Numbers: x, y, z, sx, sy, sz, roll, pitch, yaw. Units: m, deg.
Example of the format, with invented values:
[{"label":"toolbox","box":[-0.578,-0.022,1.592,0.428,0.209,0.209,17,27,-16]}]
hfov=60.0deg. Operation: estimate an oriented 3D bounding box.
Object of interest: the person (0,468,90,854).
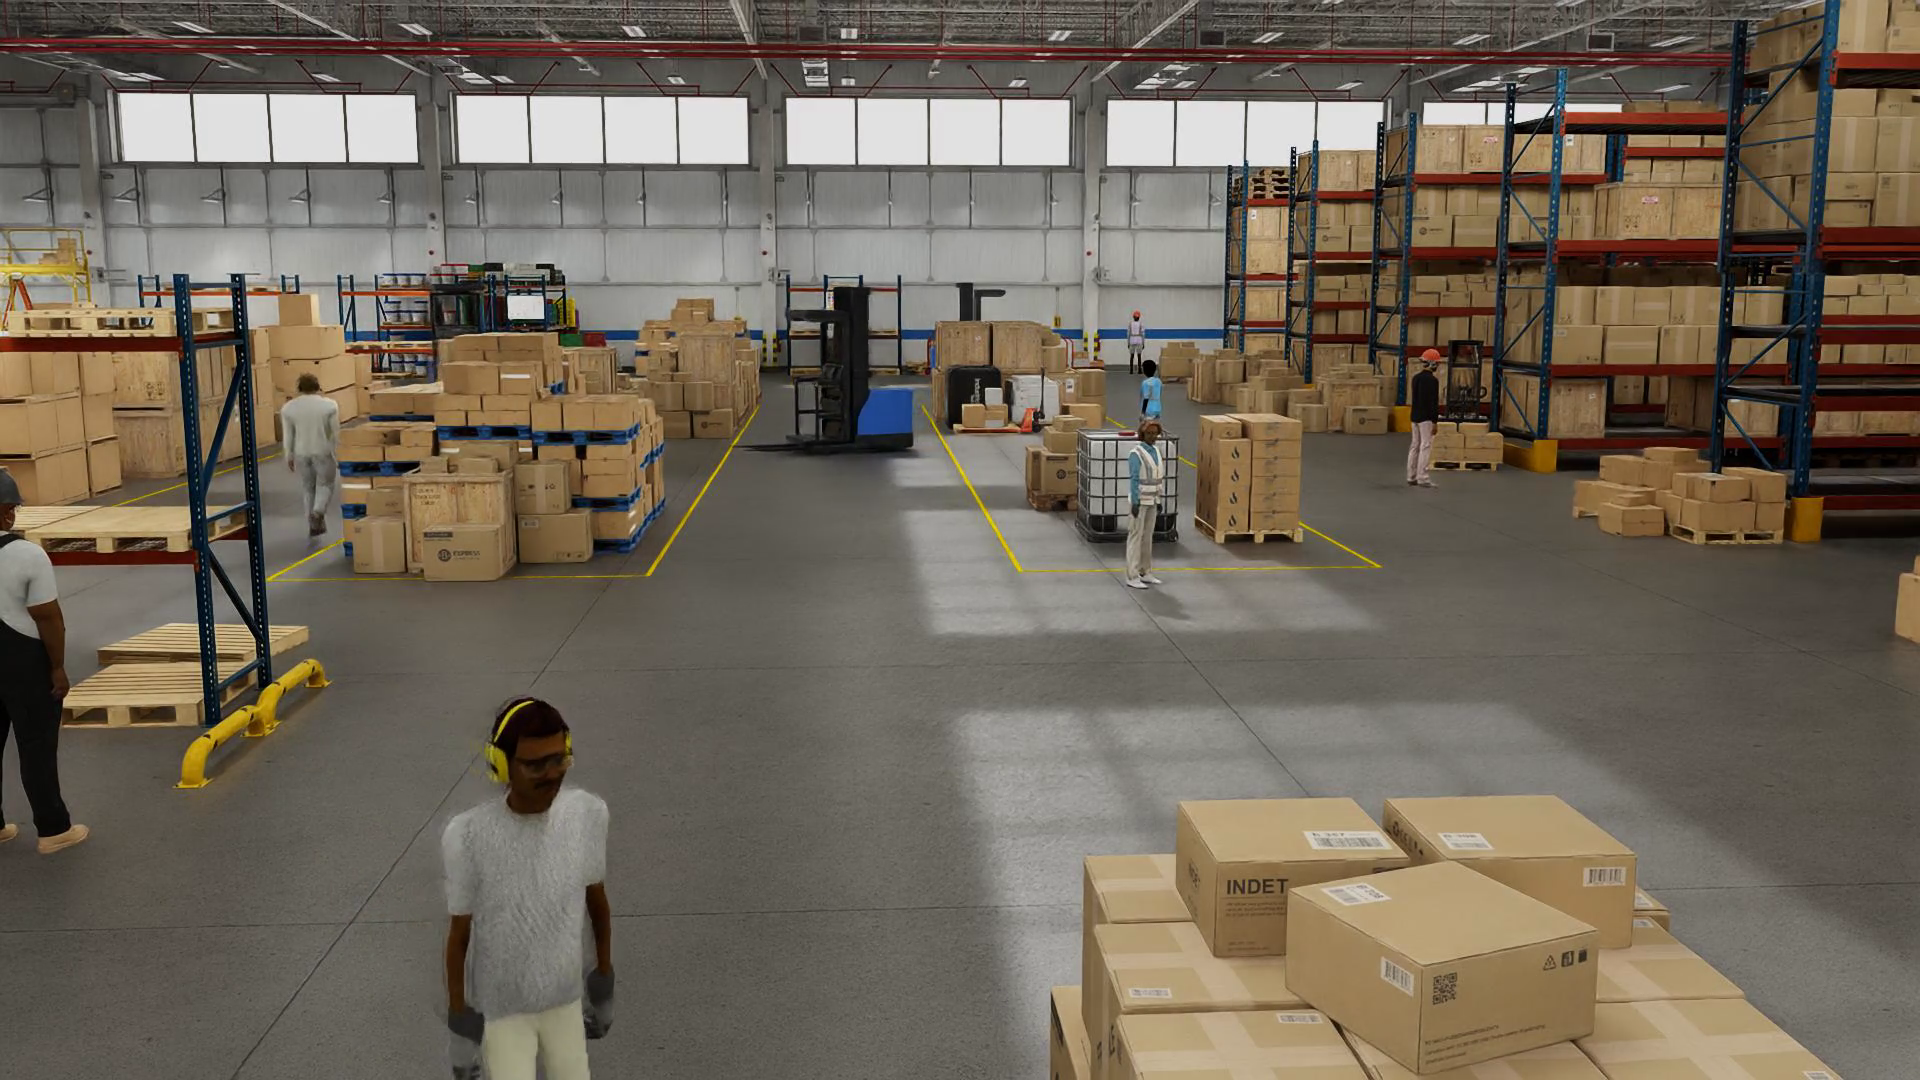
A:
[{"label":"person","box":[-4.973,0.628,8.718,0.684,2.000,0.538,1,9,4]}]

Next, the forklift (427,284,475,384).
[{"label":"forklift","box":[-11.424,-4.393,37.613,1.129,2.768,1.873,-4,10,-26]}]

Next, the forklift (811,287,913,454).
[{"label":"forklift","box":[-1.844,-2.945,28.524,1.873,2.768,1.129,-4,10,-25]}]

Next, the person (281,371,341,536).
[{"label":"person","box":[-7.470,-0.977,19.169,0.646,1.920,0.522,-1,9,-7]}]

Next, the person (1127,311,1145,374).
[{"label":"person","box":[5.393,-6.040,50.906,0.551,1.937,0.357,2,9,15]}]

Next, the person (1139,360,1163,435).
[{"label":"person","box":[3.017,-2.010,26.368,0.319,1.693,0.532,6,11,33]}]

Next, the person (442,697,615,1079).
[{"label":"person","box":[-1.285,1.337,4.881,0.526,1.853,0.632,-6,11,-35]}]

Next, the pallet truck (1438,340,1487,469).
[{"label":"pallet truck","box":[8.004,-2.170,26.422,0.823,1.965,1.885,2,9,14]}]

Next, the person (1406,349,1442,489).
[{"label":"person","box":[6.615,-1.712,23.602,0.415,1.985,0.611,-3,9,-16]}]

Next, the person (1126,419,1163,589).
[{"label":"person","box":[1.800,-0.354,16.152,0.314,1.636,0.515,7,11,37]}]

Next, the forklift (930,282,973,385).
[{"label":"forklift","box":[0.145,-5.571,45.009,1.873,2.768,1.129,-1,9,-4]}]
